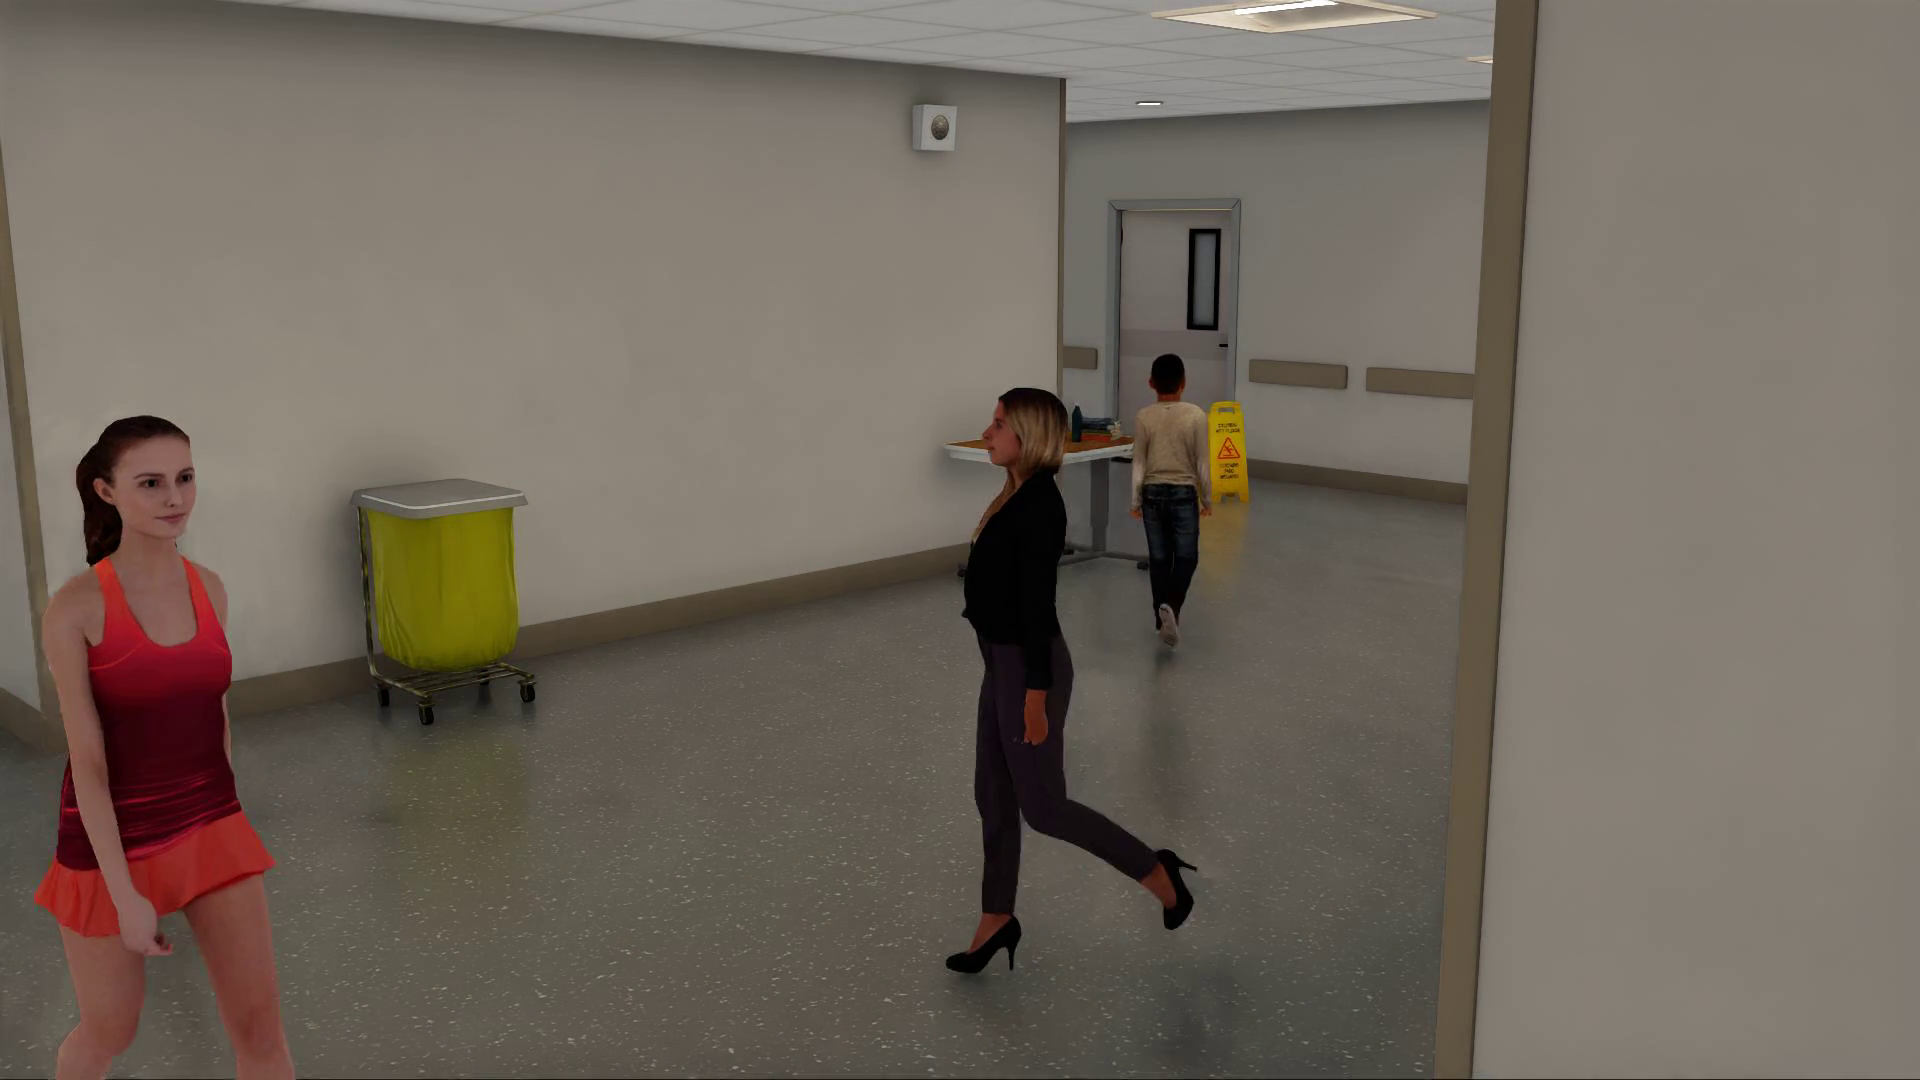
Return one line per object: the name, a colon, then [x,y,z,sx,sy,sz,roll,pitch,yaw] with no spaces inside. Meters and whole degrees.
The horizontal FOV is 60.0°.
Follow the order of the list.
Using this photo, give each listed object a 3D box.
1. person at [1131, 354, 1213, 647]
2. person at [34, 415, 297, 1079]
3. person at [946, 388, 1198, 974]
person: [1.044,-0.179,8.290,0.912,1.446,0.879,3,11,13]
person: [-1.650,0.633,3.298,1.147,1.712,0.663,8,13,36]
person: [0.277,0.421,4.564,0.992,1.656,0.972,-1,11,-6]
